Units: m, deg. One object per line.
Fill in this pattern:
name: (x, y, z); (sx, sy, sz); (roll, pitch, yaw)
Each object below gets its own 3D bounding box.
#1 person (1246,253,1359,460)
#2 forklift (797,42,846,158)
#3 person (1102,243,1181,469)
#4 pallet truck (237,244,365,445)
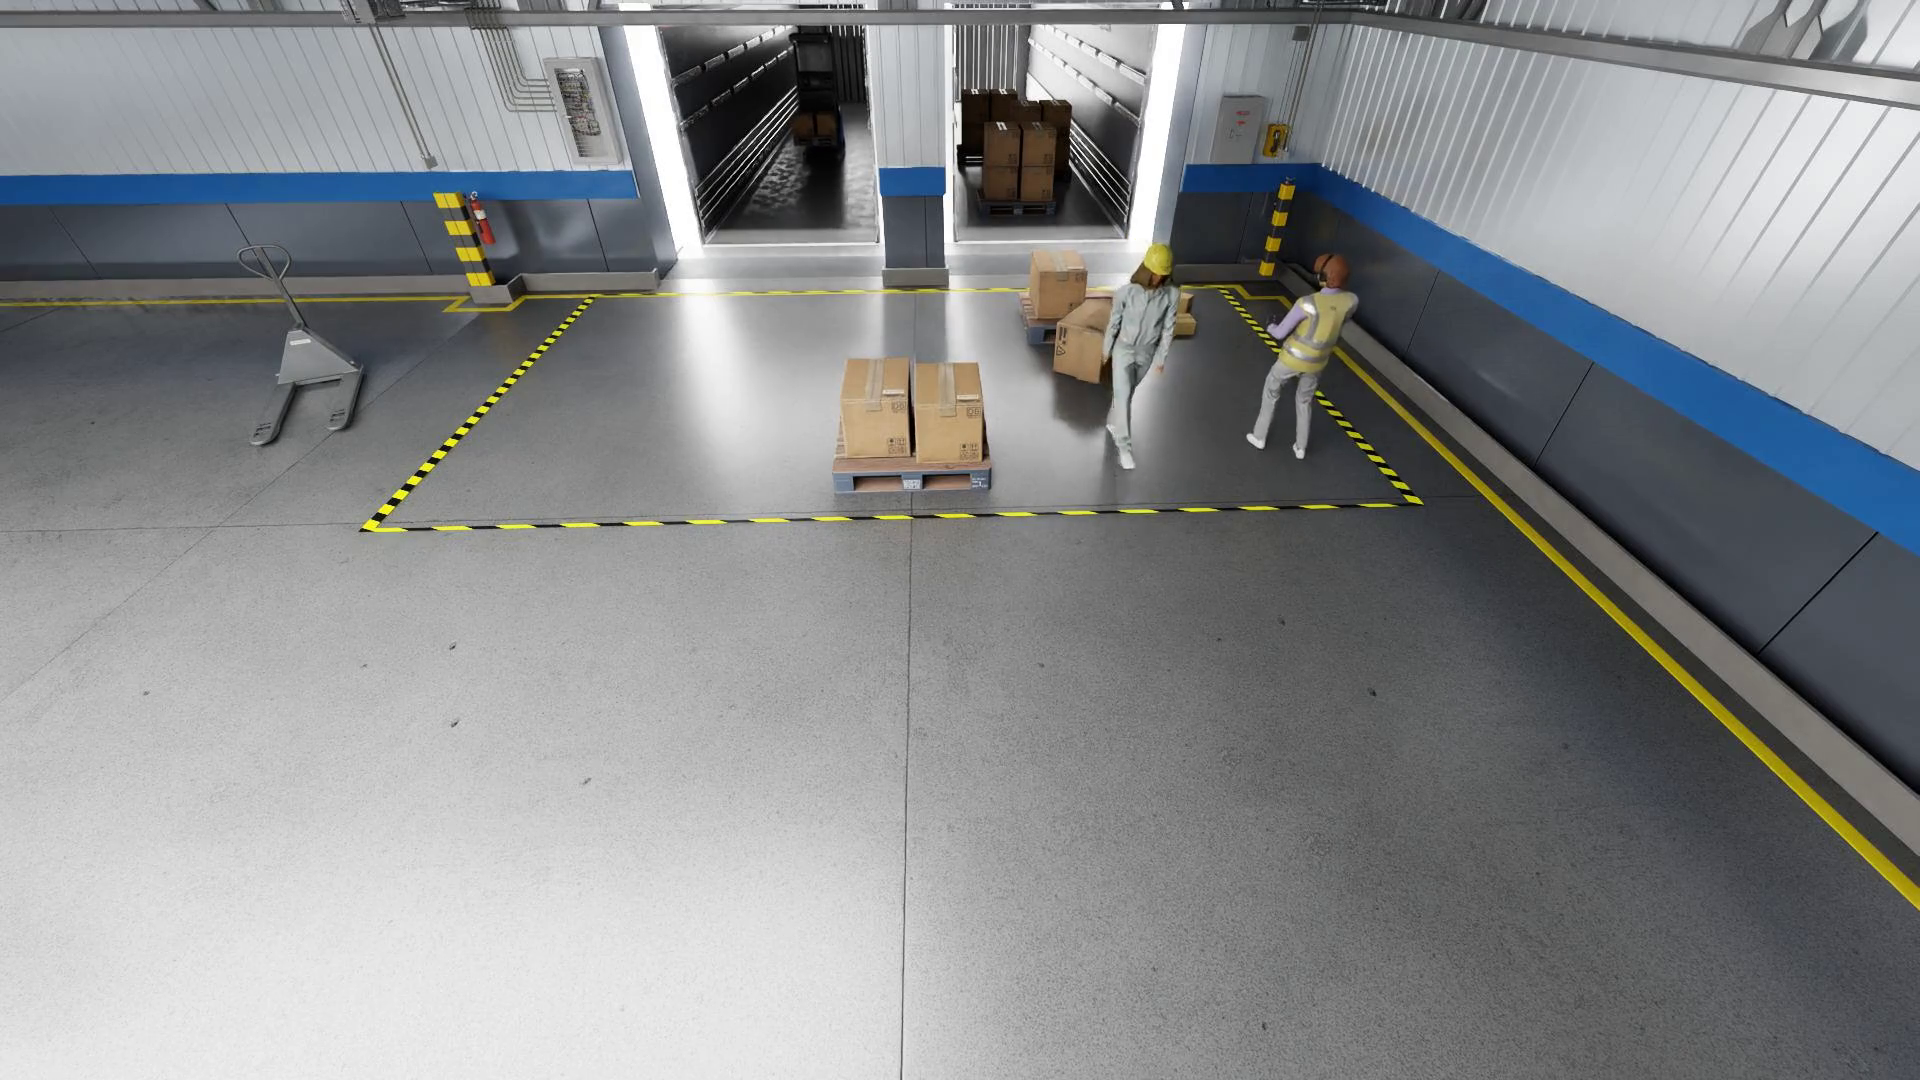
person: (2.633, -1.458, 5.730); (0.588, 1.606, 0.651); (-3, 39, -4)
forklift: (-2.825, -9.029, 14.917); (0.716, 2.013, 0.776); (-2, 39, -2)
person: (1.361, -1.395, 5.565); (0.482, 1.684, 0.852); (-5, 39, -7)
pallet truck: (-5.915, -1.733, 6.366); (0.680, 1.201, 1.601); (-18, 42, -21)
